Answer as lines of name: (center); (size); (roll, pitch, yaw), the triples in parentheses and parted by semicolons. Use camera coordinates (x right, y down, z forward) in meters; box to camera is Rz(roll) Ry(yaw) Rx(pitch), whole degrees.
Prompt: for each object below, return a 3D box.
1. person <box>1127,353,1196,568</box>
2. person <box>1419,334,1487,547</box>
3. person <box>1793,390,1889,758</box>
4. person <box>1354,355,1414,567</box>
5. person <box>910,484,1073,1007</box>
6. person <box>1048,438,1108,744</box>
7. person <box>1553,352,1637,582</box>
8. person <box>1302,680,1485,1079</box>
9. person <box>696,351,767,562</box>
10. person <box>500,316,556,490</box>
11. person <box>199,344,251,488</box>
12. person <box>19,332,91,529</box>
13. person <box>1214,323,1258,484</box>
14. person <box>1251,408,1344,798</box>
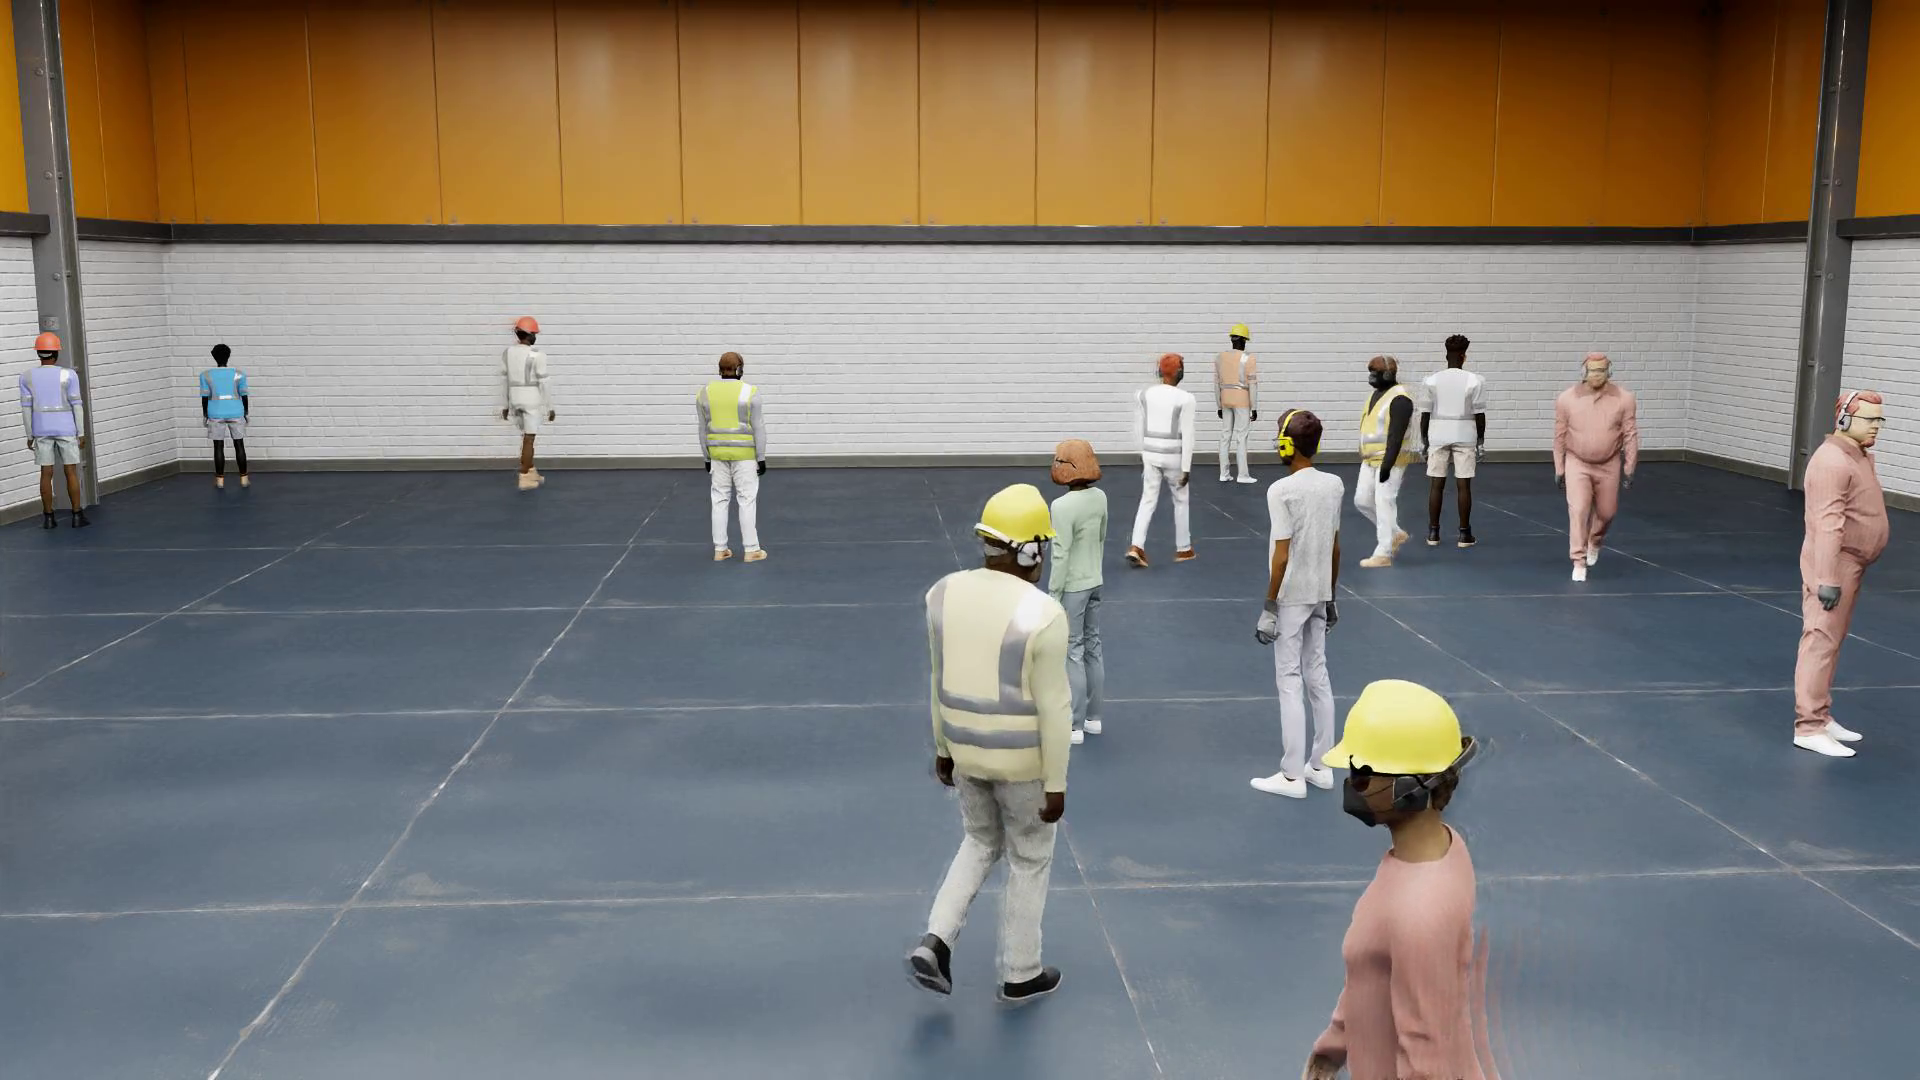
person: (1.746, -0.687, 14.298); (0.576, 1.849, 0.936); (6, 11, 32)
person: (4.547, -0.914, 15.352); (0.604, 1.959, 0.377); (4, 10, 25)
person: (4.644, 0.165, 8.754); (0.399, 1.905, 0.643); (6, 11, 35)
person: (3.647, -0.668, 14.254); (0.476, 1.825, 0.628); (-2, 9, -14)
person: (0.121, 0.714, 5.589); (0.603, 1.810, 0.510); (8, 12, 40)
person: (0.615, 0.271, 8.921); (0.283, 1.636, 0.500); (6, 11, 32)
person: (5.266, -0.628, 13.825); (0.651, 1.883, 0.811); (3, 9, 15)
person: (0.814, 1.119, 3.323); (0.790, 1.728, 0.529); (4, 10, 21)
person: (-1.972, -0.725, 14.539); (0.627, 1.843, 0.429); (3, 9, 16)
person: (-5.004, -1.608, 19.524); (0.629, 2.014, 0.768); (4, 10, 26)
person: (-8.645, -1.458, 19.586); (0.540, 1.696, 0.317); (-5, 10, -27)
person: (-8.933, -1.073, 16.420); (0.547, 1.936, 0.369); (-3, 9, -16)
person: (3.329, -1.635, 19.994); (0.586, 1.923, 0.371); (8, 12, 42)
person: (1.626, 0.305, 7.997); (0.535, 1.864, 0.309); (-7, 12, -38)
